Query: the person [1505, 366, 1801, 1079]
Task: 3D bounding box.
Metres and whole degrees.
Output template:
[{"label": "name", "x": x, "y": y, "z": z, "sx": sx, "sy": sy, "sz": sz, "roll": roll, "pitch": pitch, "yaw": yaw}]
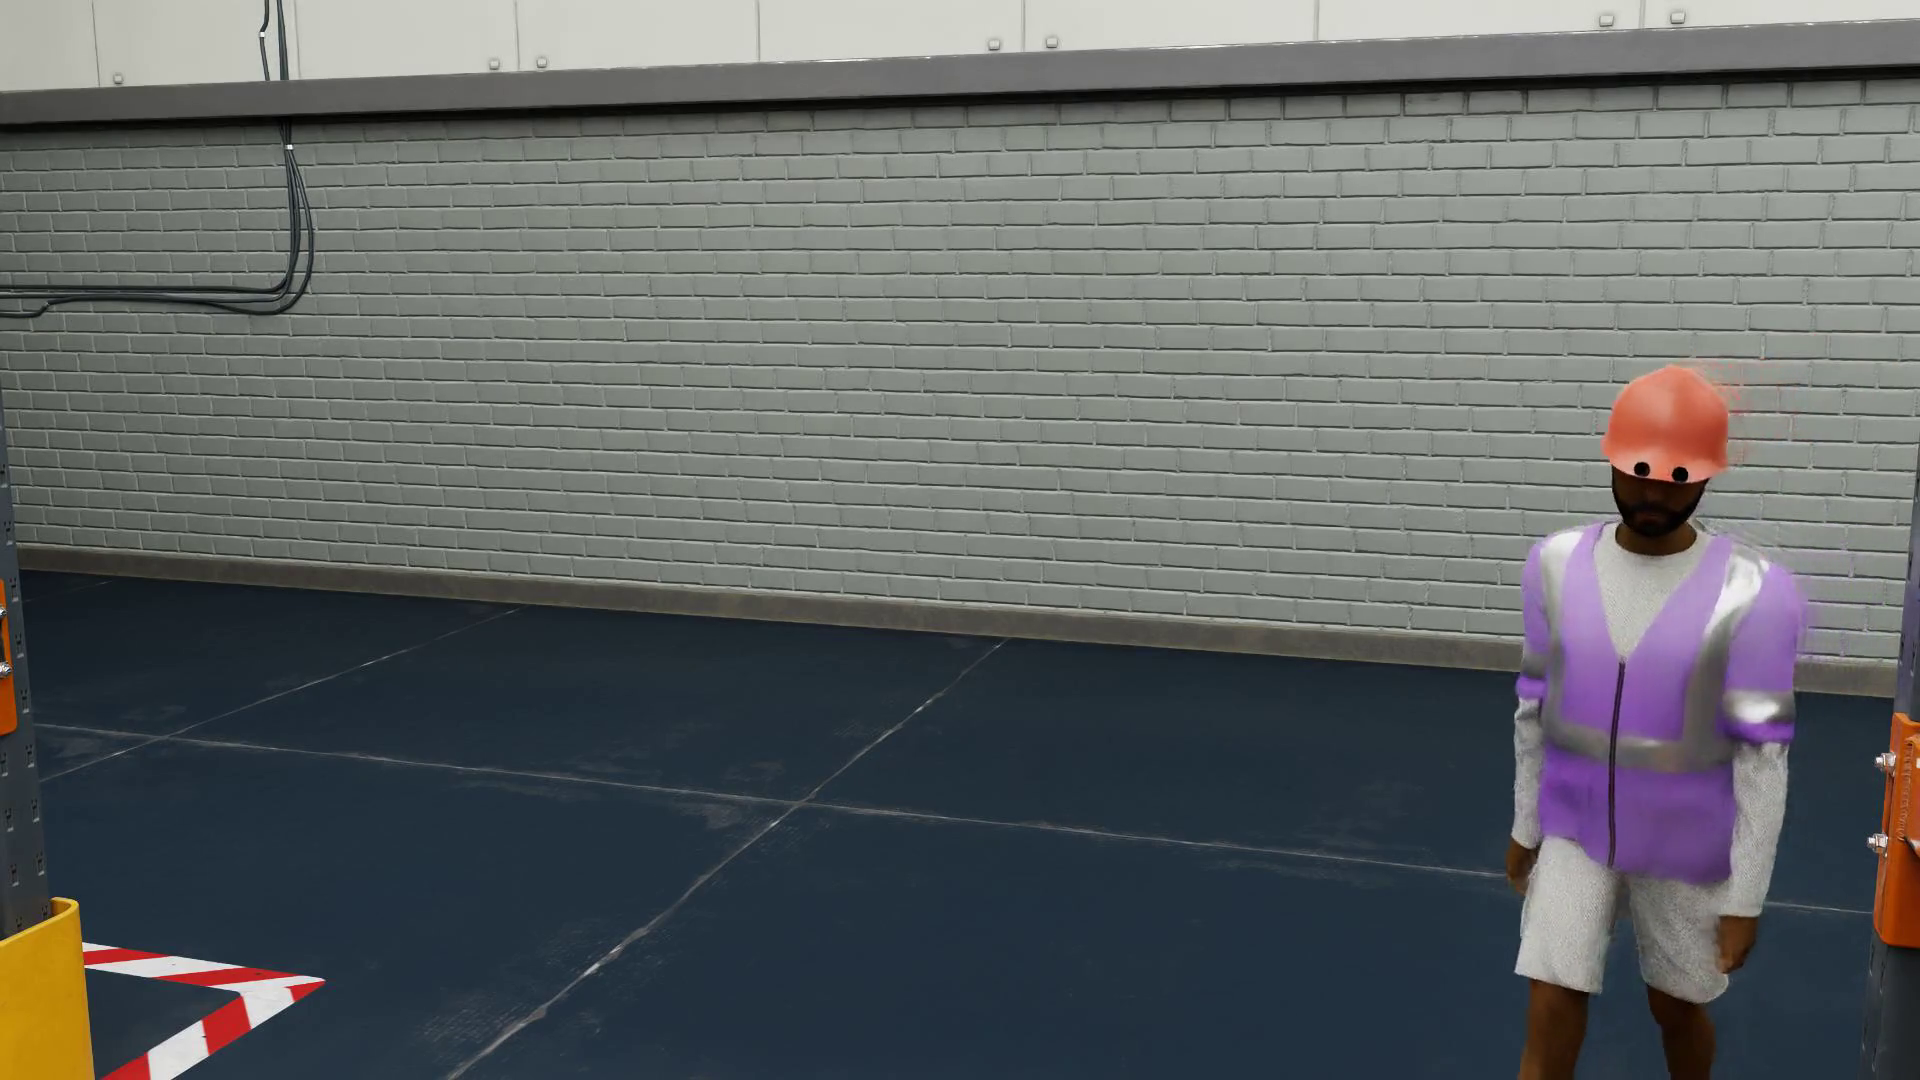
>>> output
[{"label": "person", "x": 1.366, "y": 0.587, "z": 3.366, "sx": 0.569, "sy": 1.886, "sz": 0.997, "roll": 8, "pitch": 12, "yaw": 40}]
